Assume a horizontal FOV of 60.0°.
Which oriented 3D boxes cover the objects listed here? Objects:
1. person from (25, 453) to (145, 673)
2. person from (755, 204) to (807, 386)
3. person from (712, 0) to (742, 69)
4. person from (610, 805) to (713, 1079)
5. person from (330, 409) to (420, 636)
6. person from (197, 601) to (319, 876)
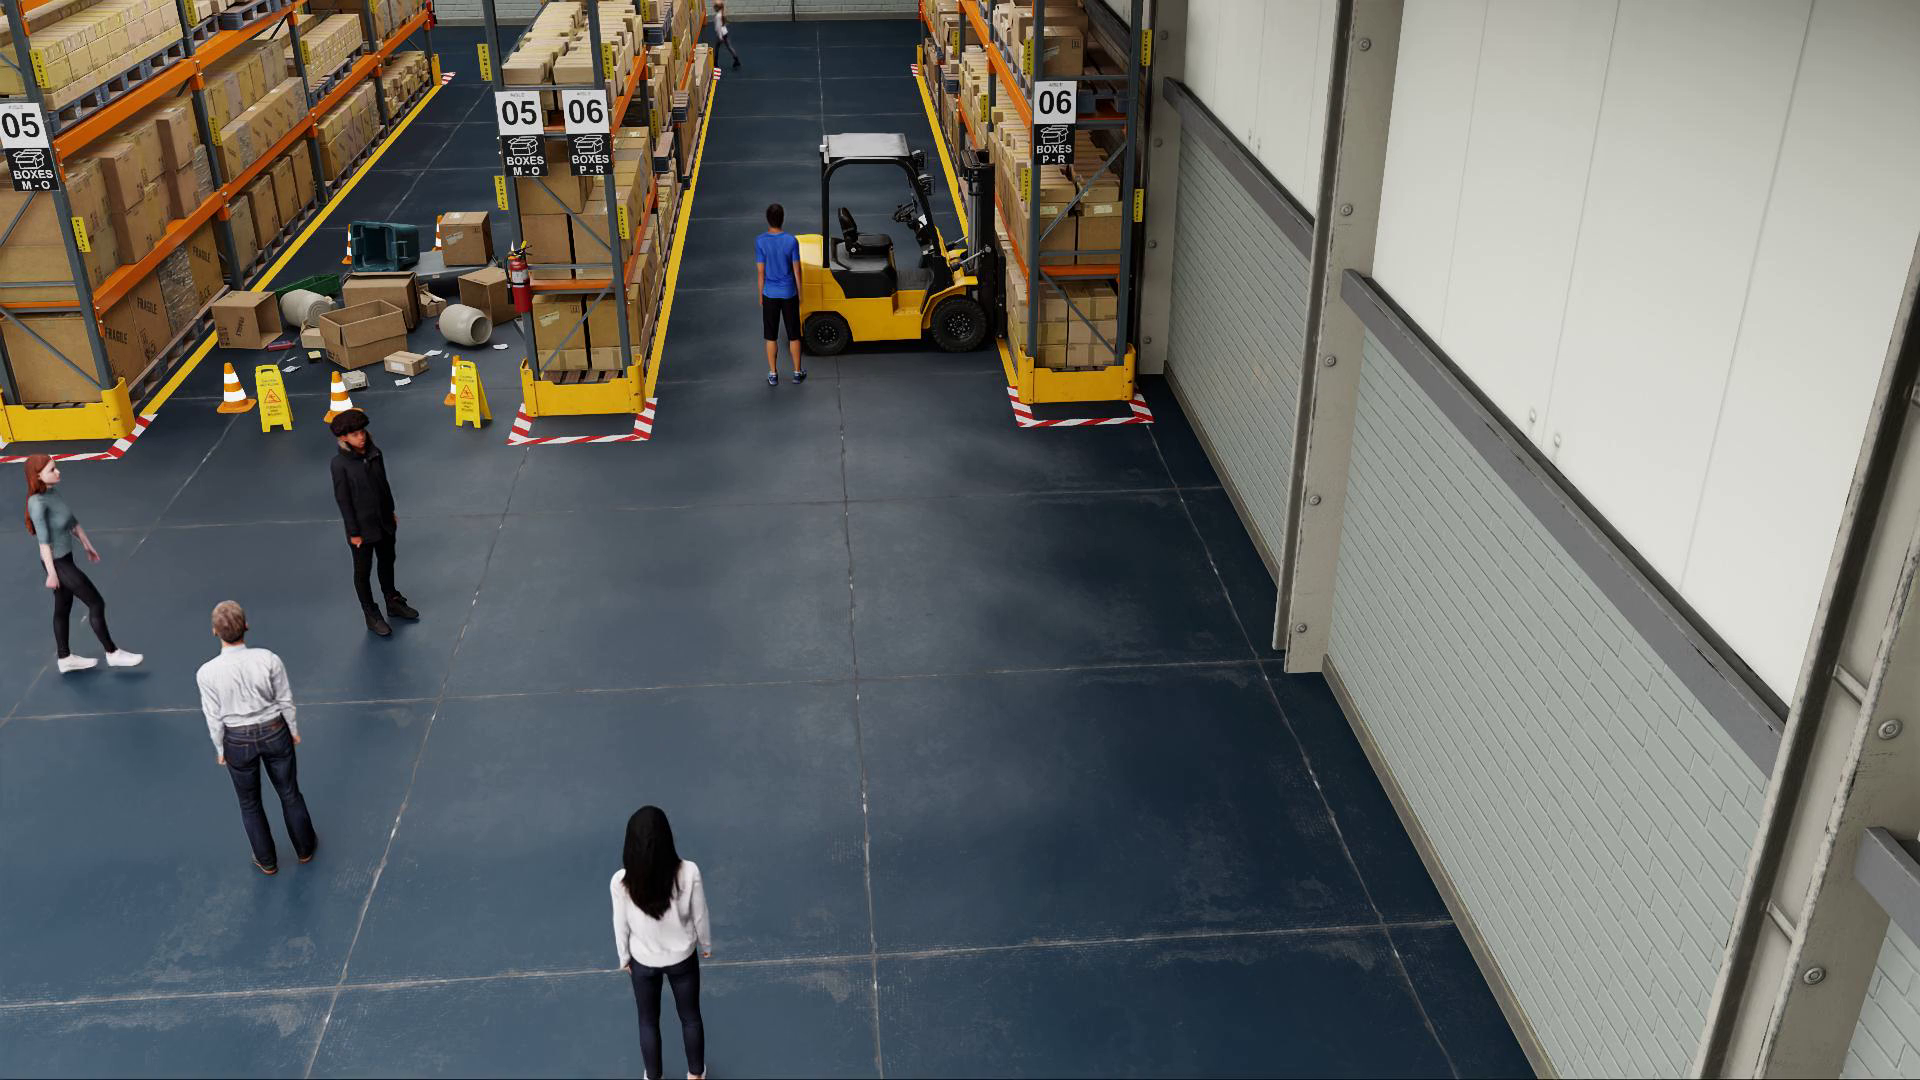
[{"bbox_3d":[-6.532,0.192,11.932,0.739,1.725,0.817,-8,28,-16],"label":"person"},{"bbox_3d":[-1.845,-2.508,17.019,0.606,1.869,0.563,-1,27,-2],"label":"person"},{"bbox_3d":[-4.401,-9.462,31.200,0.857,1.250,0.920,13,30,24],"label":"person"},{"bbox_3d":[-1.480,2.076,8.309,0.640,1.692,0.587,-5,28,-10],"label":"person"},{"bbox_3d":[-4.470,-0.162,12.558,0.798,1.780,0.714,15,31,26],"label":"person"},{"bbox_3d":[-4.202,1.174,9.921,0.728,1.820,0.709,-14,30,-25],"label":"person"}]
